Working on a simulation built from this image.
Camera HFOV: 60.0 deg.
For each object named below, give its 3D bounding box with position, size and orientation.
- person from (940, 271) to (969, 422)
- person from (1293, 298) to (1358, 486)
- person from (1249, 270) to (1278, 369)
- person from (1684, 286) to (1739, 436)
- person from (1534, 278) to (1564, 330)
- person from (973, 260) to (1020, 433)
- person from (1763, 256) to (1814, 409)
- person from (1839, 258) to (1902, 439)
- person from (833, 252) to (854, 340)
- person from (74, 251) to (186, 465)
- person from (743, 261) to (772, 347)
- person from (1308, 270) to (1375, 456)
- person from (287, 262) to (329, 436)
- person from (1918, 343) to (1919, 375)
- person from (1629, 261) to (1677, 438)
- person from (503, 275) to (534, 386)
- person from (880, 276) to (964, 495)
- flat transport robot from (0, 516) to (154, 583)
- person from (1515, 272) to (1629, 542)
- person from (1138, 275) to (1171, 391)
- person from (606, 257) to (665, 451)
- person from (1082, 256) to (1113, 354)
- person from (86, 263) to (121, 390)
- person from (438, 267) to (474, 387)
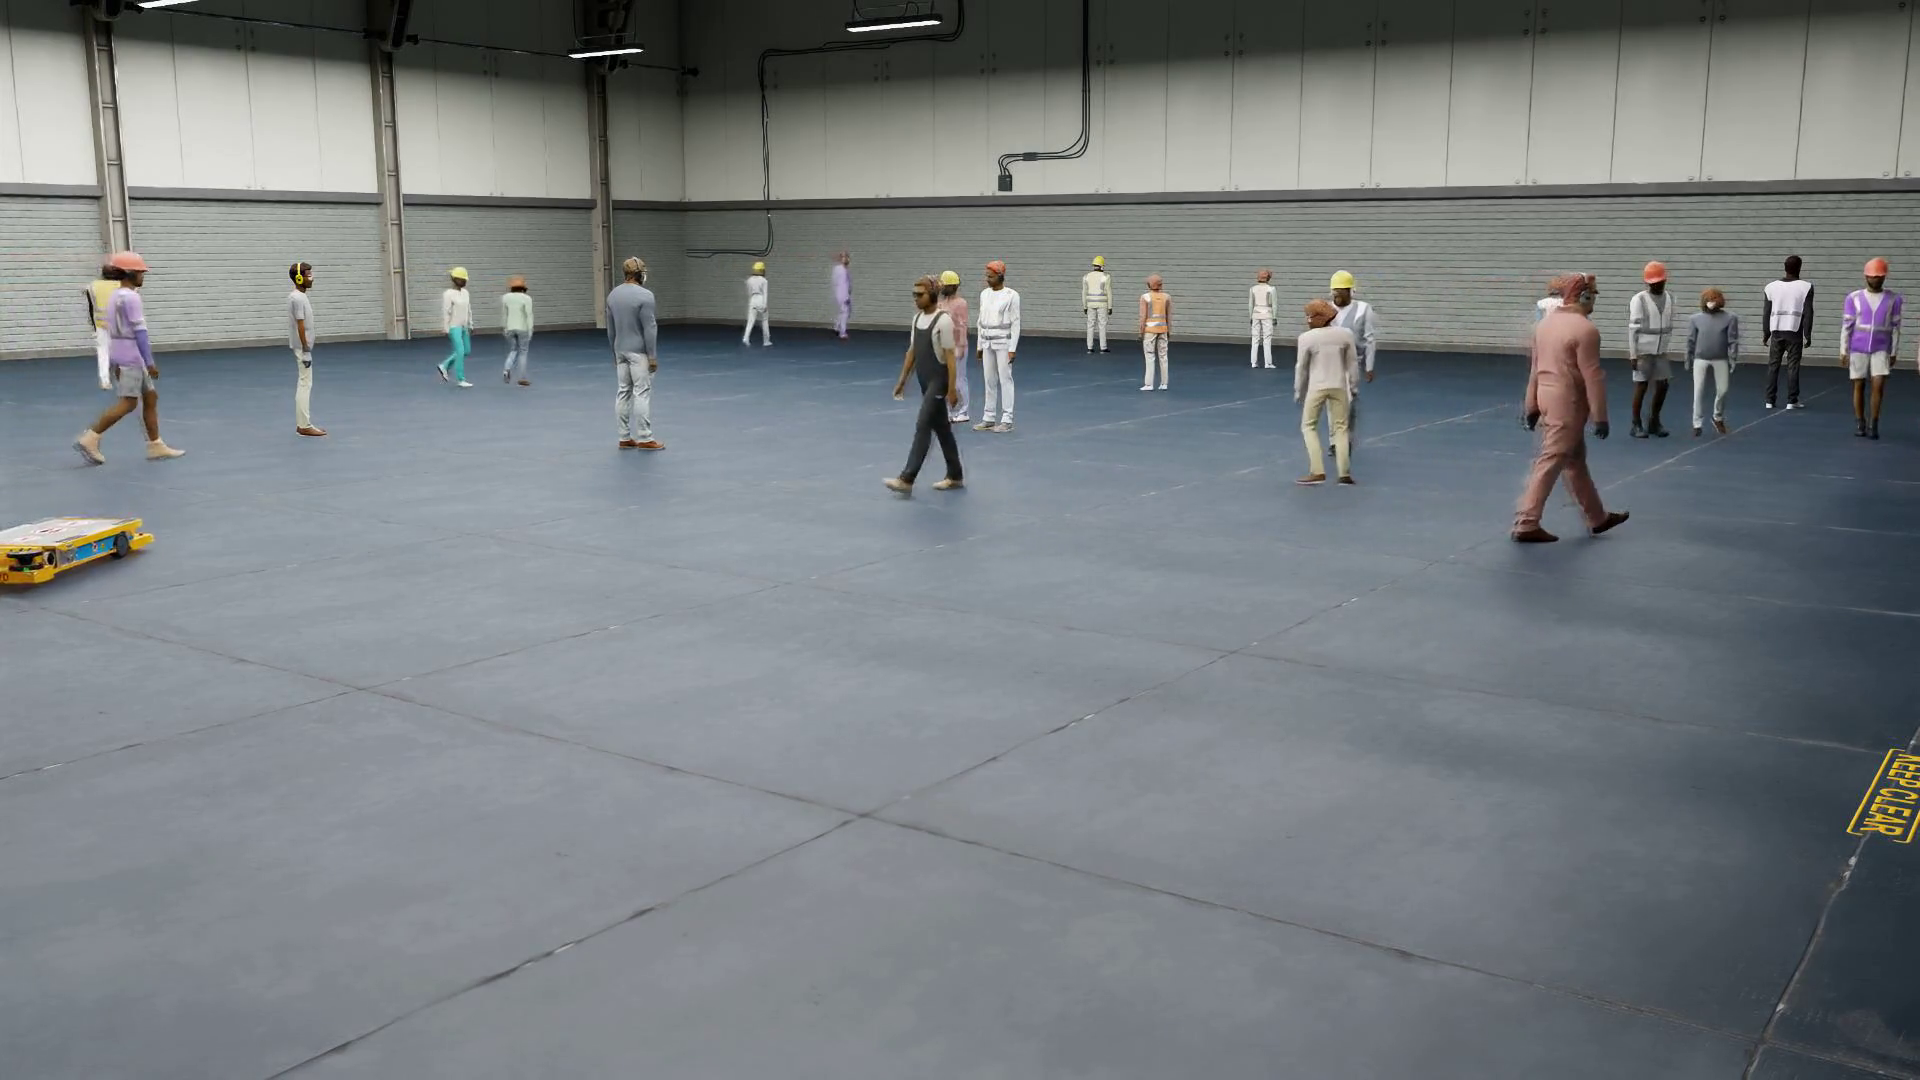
[{"bbox_3d":[-0.096,-2.251,19.394,0.341,1.757,0.518,-7,12,-35],"label":"person"},{"bbox_3d":[3.162,-1.269,14.300,0.572,1.617,0.346,-1,10,-8],"label":"person"},{"bbox_3d":[5.033,-3.660,27.617,0.512,1.640,0.309,8,13,37],"label":"person"},{"bbox_3d":[8.112,-1.928,17.981,0.525,1.623,0.367,5,11,25],"label":"person"},{"bbox_3d":[7.557,-2.501,21.129,0.512,1.638,0.312,5,11,26],"label":"person"},{"bbox_3d":[0.405,-2.125,18.325,0.573,1.887,0.354,10,14,43],"label":"person"},{"bbox_3d":[10.410,-2.608,20.938,0.588,1.920,0.392,9,14,43],"label":"person"},{"bbox_3d":[9.672,-2.026,17.698,0.562,1.906,0.785,5,11,25],"label":"person"},{"bbox_3d":[-2.475,-5.244,35.780,0.436,1.888,0.667,-2,10,-13],"label":"person"},{"bbox_3d":[-7.914,-1.715,15.700,0.929,2.014,0.613,-7,12,-35],"label":"person"},{"bbox_3d":[-4.095,-4.767,33.590,0.485,1.713,0.831,4,11,21],"label":"person"},{"bbox_3d":[3.673,-1.699,16.135,0.627,1.813,0.532,5,11,27],"label":"person"},{"bbox_3d":[-7.073,-2.055,17.979,0.319,1.871,0.532,-5,11,-25],"label":"person"},{"bbox_3d":[9.998,-1.771,16.803,0.531,1.725,0.899,8,13,36],"label":"person"},{"bbox_3d":[7.320,-2.006,17.640,0.562,1.890,0.543,-2,10,-11],"label":"person"},{"bbox_3d":[-6.428,-3.039,24.180,0.516,1.616,0.404,4,11,21],"label":"person"},{"bbox_3d":[-0.324,-1.275,13.806,0.932,1.802,0.538,-5,11,-27],"label":"person"},{"bbox_3d":[-5.865,0.047,10.684,0.652,0.197,1.431,0,10,2],"label":"flat transport robot"},{"bbox_3d":[4.330,-0.910,11.557,0.968,1.862,0.676,-1,10,-7],"label":"person"},{"bbox_3d":[2.745,-2.911,23.428,0.520,1.636,0.312,-4,11,-24],"label":"person"},{"bbox_3d":[-3.267,-1.856,16.674,0.629,1.940,0.377,7,13,36],"label":"person"},{"bbox_3d":[2.605,-4.421,31.335,0.600,1.831,0.404,5,11,27],"label":"person"},{"bbox_3d":[-12.135,-3.059,23.830,0.634,1.796,0.957,-1,10,-6],"label":"person"},{"bbox_3d":[-7.343,-3.095,24.143,0.568,1.739,0.536,3,11,18],"label":"person"}]
